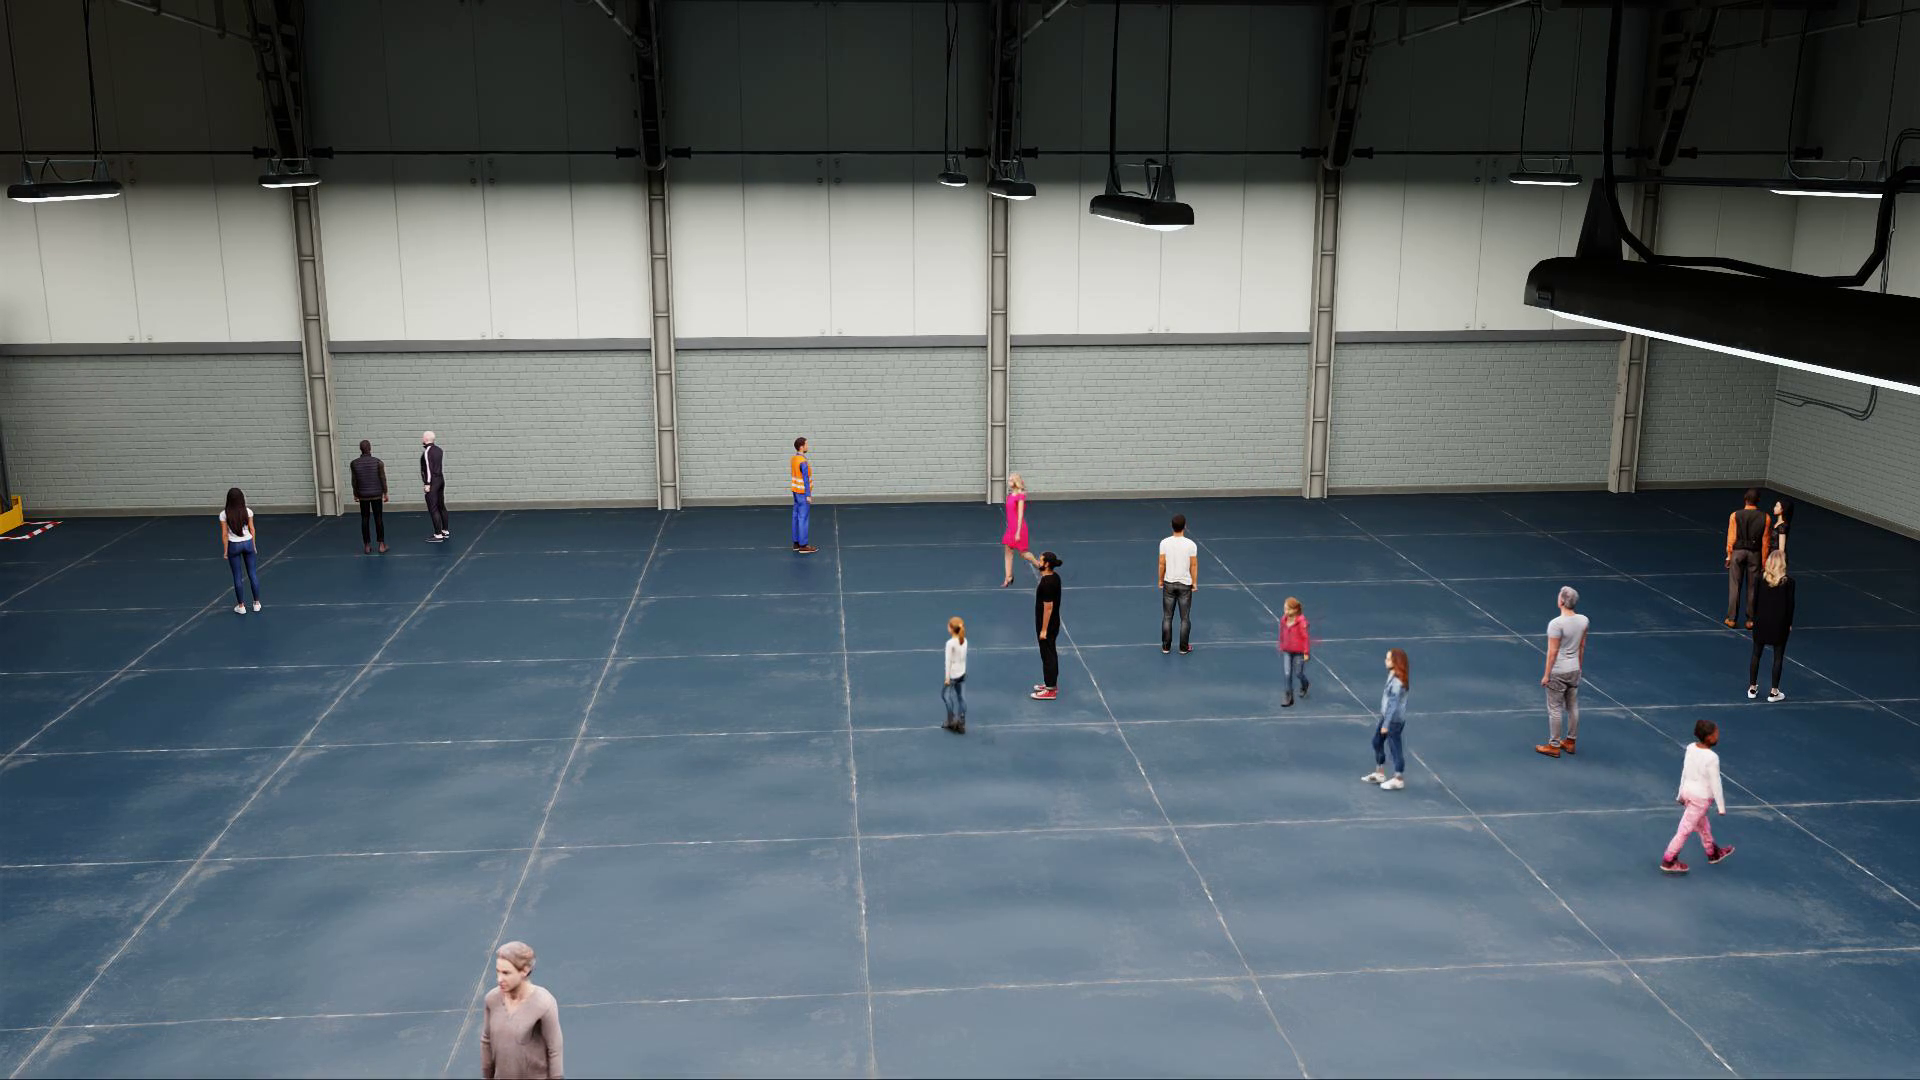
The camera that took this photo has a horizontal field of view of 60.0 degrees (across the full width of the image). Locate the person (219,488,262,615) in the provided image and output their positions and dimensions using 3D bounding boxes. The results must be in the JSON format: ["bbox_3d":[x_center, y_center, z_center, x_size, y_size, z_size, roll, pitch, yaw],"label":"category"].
[{"bbox_3d":[-10.042,0.138,23.225,0.608,1.775,0.724,-8,15,-32],"label":"person"}]

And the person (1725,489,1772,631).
[{"bbox_3d":[10.619,0.249,22.448,0.717,1.907,0.844,5,14,22],"label":"person"}]

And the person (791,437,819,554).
[{"bbox_3d":[-2.555,-0.741,26.821,0.755,1.864,0.773,-7,15,-28],"label":"person"}]

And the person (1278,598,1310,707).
[{"bbox_3d":[3.910,1.289,19.317,0.773,1.295,0.824,11,17,38],"label":"person"}]

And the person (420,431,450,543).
[{"bbox_3d":[-8.715,-0.901,27.578,0.649,1.835,0.730,2,13,7],"label":"person"}]

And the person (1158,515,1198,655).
[{"bbox_3d":[2.785,0.559,21.344,0.600,1.803,0.772,4,14,15],"label":"person"}]

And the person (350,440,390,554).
[{"bbox_3d":[-9.492,-0.710,26.750,0.496,1.835,0.752,-1,13,-6],"label":"person"}]

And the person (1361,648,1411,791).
[{"bbox_3d":[4.426,1.804,16.702,0.683,1.470,0.648,1,13,4],"label":"person"}]

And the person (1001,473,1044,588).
[{"bbox_3d":[0.931,-0.136,24.571,1.045,1.701,0.811,-7,15,-27],"label":"person"}]

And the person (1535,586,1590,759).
[{"bbox_3d":[6.419,1.394,17.681,0.639,1.828,0.821,-7,15,-27],"label":"person"}]

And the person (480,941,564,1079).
[{"bbox_3d":[-2.543,3.213,9.725,0.686,1.874,0.828,5,14,19],"label":"person"}]

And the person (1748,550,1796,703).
[{"bbox_3d":[9.494,0.993,19.469,0.677,1.802,0.737,11,17,39],"label":"person"}]

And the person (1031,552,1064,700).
[{"bbox_3d":[1.040,0.990,19.580,0.666,1.758,0.690,3,13,11],"label":"person"}]

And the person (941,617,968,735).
[{"bbox_3d":[0.002,1.506,18.350,0.612,1.308,0.675,-12,18,-42],"label":"person"}]

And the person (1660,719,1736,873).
[{"bbox_3d":[6.480,2.289,14.746,0.994,1.408,0.626,-3,13,-11],"label":"person"}]

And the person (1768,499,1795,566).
[{"bbox_3d":[11.022,0.313,22.426,0.602,1.792,0.645,4,14,15],"label":"person"}]
